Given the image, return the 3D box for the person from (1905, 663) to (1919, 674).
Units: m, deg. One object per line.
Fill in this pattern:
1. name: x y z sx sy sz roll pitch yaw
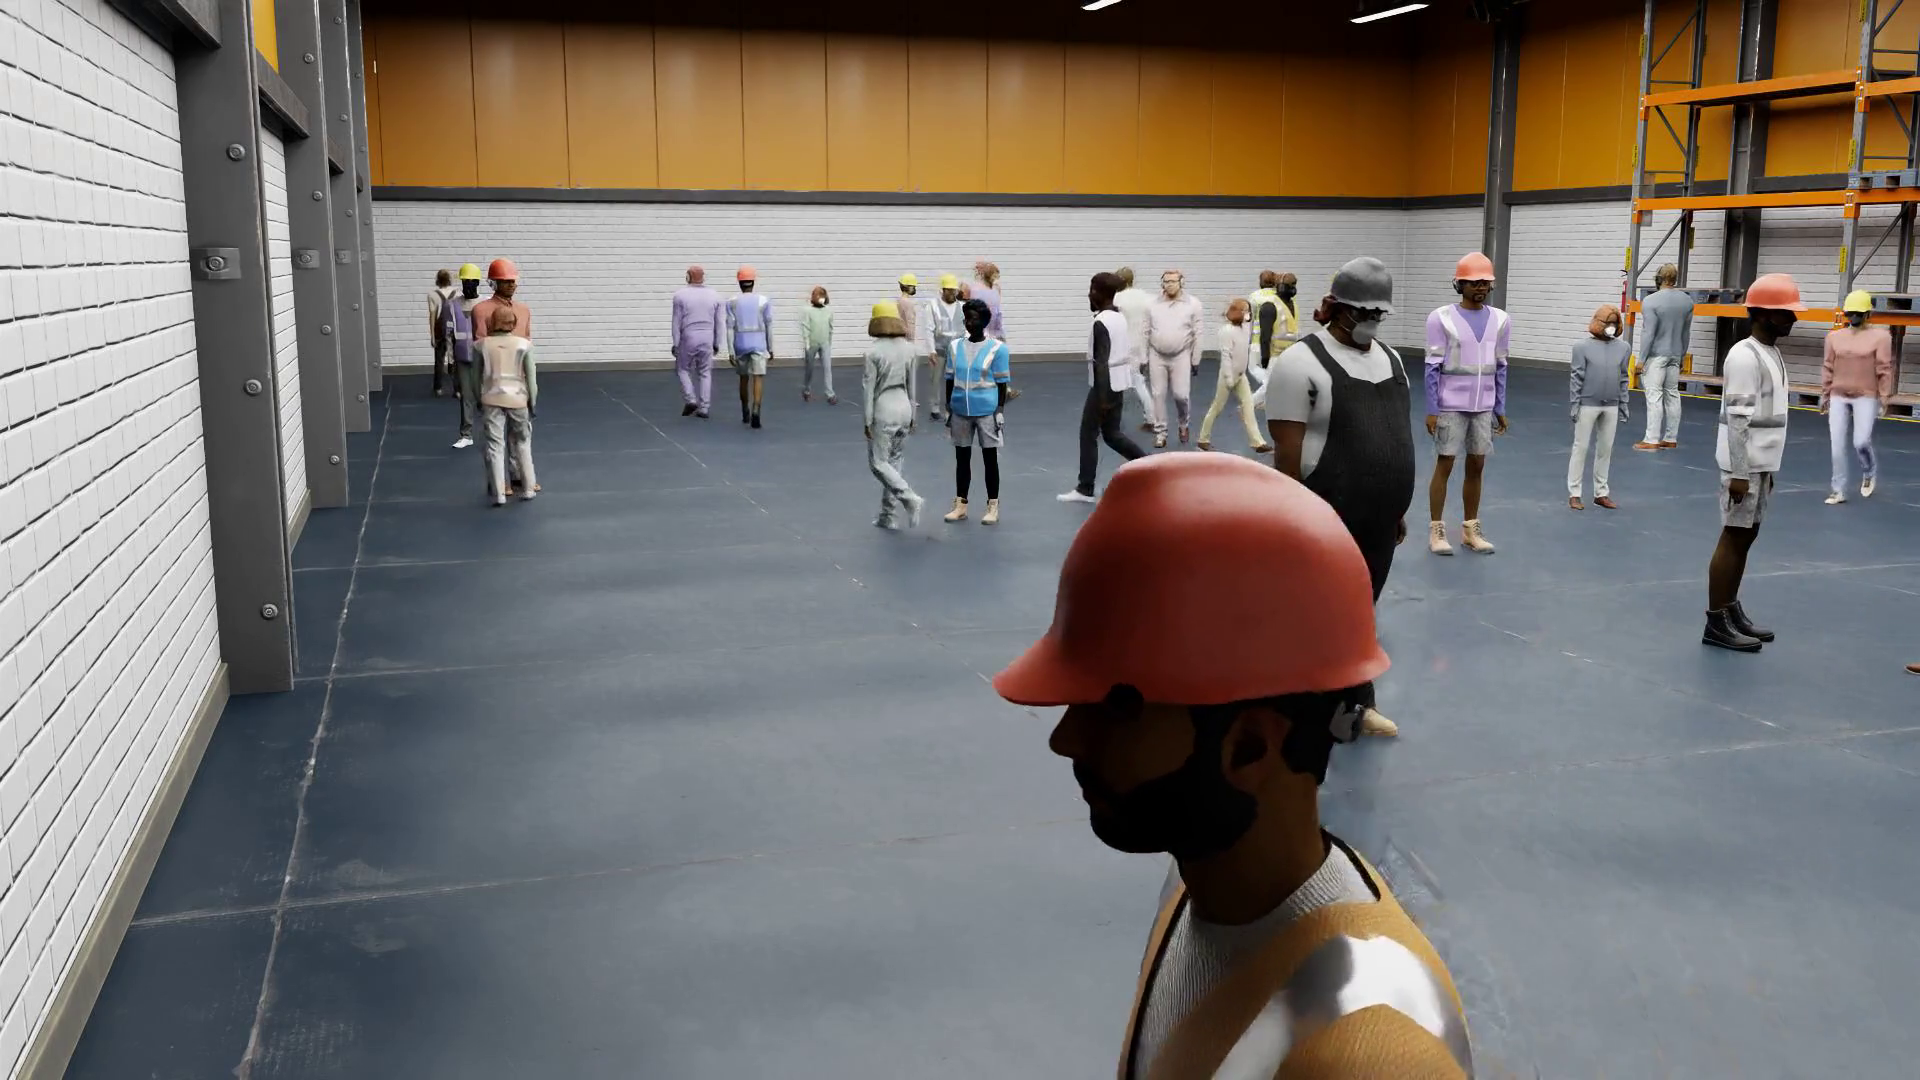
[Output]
1. person: 4.748 -0.224 7.777 0.315 1.869 0.526 1 10 8

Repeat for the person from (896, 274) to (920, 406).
1. person: -0.706 -2.664 22.206 0.326 1.765 0.530 -4 10 -19

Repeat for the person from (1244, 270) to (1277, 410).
1. person: 3.977 -2.567 21.458 0.631 1.828 0.666 -5 11 -25

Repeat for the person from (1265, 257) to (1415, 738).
1. person: 1.624 -0.155 6.882 0.675 2.000 0.536 -6 11 -30

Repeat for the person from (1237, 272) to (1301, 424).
1. person: 3.539 -2.108 18.814 0.631 1.831 0.643 9 13 41

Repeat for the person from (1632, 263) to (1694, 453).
1. person: 7.207 -1.865 17.073 0.636 1.938 0.354 -4 11 -23

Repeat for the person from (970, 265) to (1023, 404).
1. person: 0.397 -2.798 22.655 1.062 1.870 0.637 5 11 27

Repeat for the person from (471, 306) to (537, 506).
1. person: -3.700 -1.086 13.513 0.538 1.613 0.586 -1 10 -7

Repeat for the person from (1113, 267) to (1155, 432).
1. person: 1.912 -2.184 19.094 0.646 1.874 1.058 -9 13 -42

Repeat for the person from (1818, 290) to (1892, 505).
1. person: 7.301 -1.159 13.541 0.536 1.742 0.549 -8 13 -39

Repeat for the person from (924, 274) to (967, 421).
1. person: -0.144 -2.279 19.918 0.589 1.782 0.942 -4 11 -23

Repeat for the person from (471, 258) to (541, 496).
1. person: -3.840 -1.376 14.082 0.381 1.994 0.622 6 12 31

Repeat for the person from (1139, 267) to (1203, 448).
1. person: 2.203 -1.902 17.449 0.650 1.893 0.444 3 10 16

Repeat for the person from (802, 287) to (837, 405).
1. person: -1.932 -2.631 22.538 0.497 1.594 0.870 -5 11 -26

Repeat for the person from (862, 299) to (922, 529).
1. person: -0.474 -0.895 12.138 0.487 1.712 0.631 -8 13 -40

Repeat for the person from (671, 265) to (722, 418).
1. person: -3.278 -2.452 20.611 0.670 1.889 0.447 -6 11 -30

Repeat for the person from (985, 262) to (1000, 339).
1. person: 0.453 -3.558 27.052 0.439 1.886 0.707 -2 10 -10

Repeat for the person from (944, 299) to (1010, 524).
1. person: 0.117 -0.965 12.568 0.535 1.697 0.318 4 11 24

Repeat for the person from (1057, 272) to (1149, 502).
1. person: 1.243 -1.229 13.533 0.821 1.896 0.593 4 10 20

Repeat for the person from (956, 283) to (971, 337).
1. person: 0.039 -2.577 22.065 0.306 1.640 0.522 3 10 19

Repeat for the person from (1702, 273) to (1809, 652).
1. person: 4.117 -0.399 8.592 0.375 1.935 0.551 8 13 38

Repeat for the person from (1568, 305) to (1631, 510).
1. person: 5.098 -1.054 13.265 0.498 1.632 0.285 -1 10 -8

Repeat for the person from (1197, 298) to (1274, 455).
1. person: 2.787 -1.647 16.836 0.882 1.582 0.527 8 13 40

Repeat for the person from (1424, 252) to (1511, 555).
1. person: 3.440 -0.914 11.267 0.607 2.044 0.374 -2 10 -13

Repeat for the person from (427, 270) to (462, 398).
1. person: -7.292 -2.922 23.613 0.524 1.790 0.936 -5 11 -28

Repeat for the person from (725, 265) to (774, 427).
1. person: -2.488 -2.288 19.650 0.546 1.904 0.931 0 10 -3

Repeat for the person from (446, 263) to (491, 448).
1. person: -5.091 -1.918 17.405 0.587 1.930 0.356 1 10 6

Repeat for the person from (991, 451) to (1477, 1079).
1. person: 0.206 0.863 1.438 1.007 1.878 0.578 0 10 1

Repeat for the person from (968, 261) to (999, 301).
1. person: 0.323 -3.481 26.526 0.409 1.907 0.651 8 13 40
